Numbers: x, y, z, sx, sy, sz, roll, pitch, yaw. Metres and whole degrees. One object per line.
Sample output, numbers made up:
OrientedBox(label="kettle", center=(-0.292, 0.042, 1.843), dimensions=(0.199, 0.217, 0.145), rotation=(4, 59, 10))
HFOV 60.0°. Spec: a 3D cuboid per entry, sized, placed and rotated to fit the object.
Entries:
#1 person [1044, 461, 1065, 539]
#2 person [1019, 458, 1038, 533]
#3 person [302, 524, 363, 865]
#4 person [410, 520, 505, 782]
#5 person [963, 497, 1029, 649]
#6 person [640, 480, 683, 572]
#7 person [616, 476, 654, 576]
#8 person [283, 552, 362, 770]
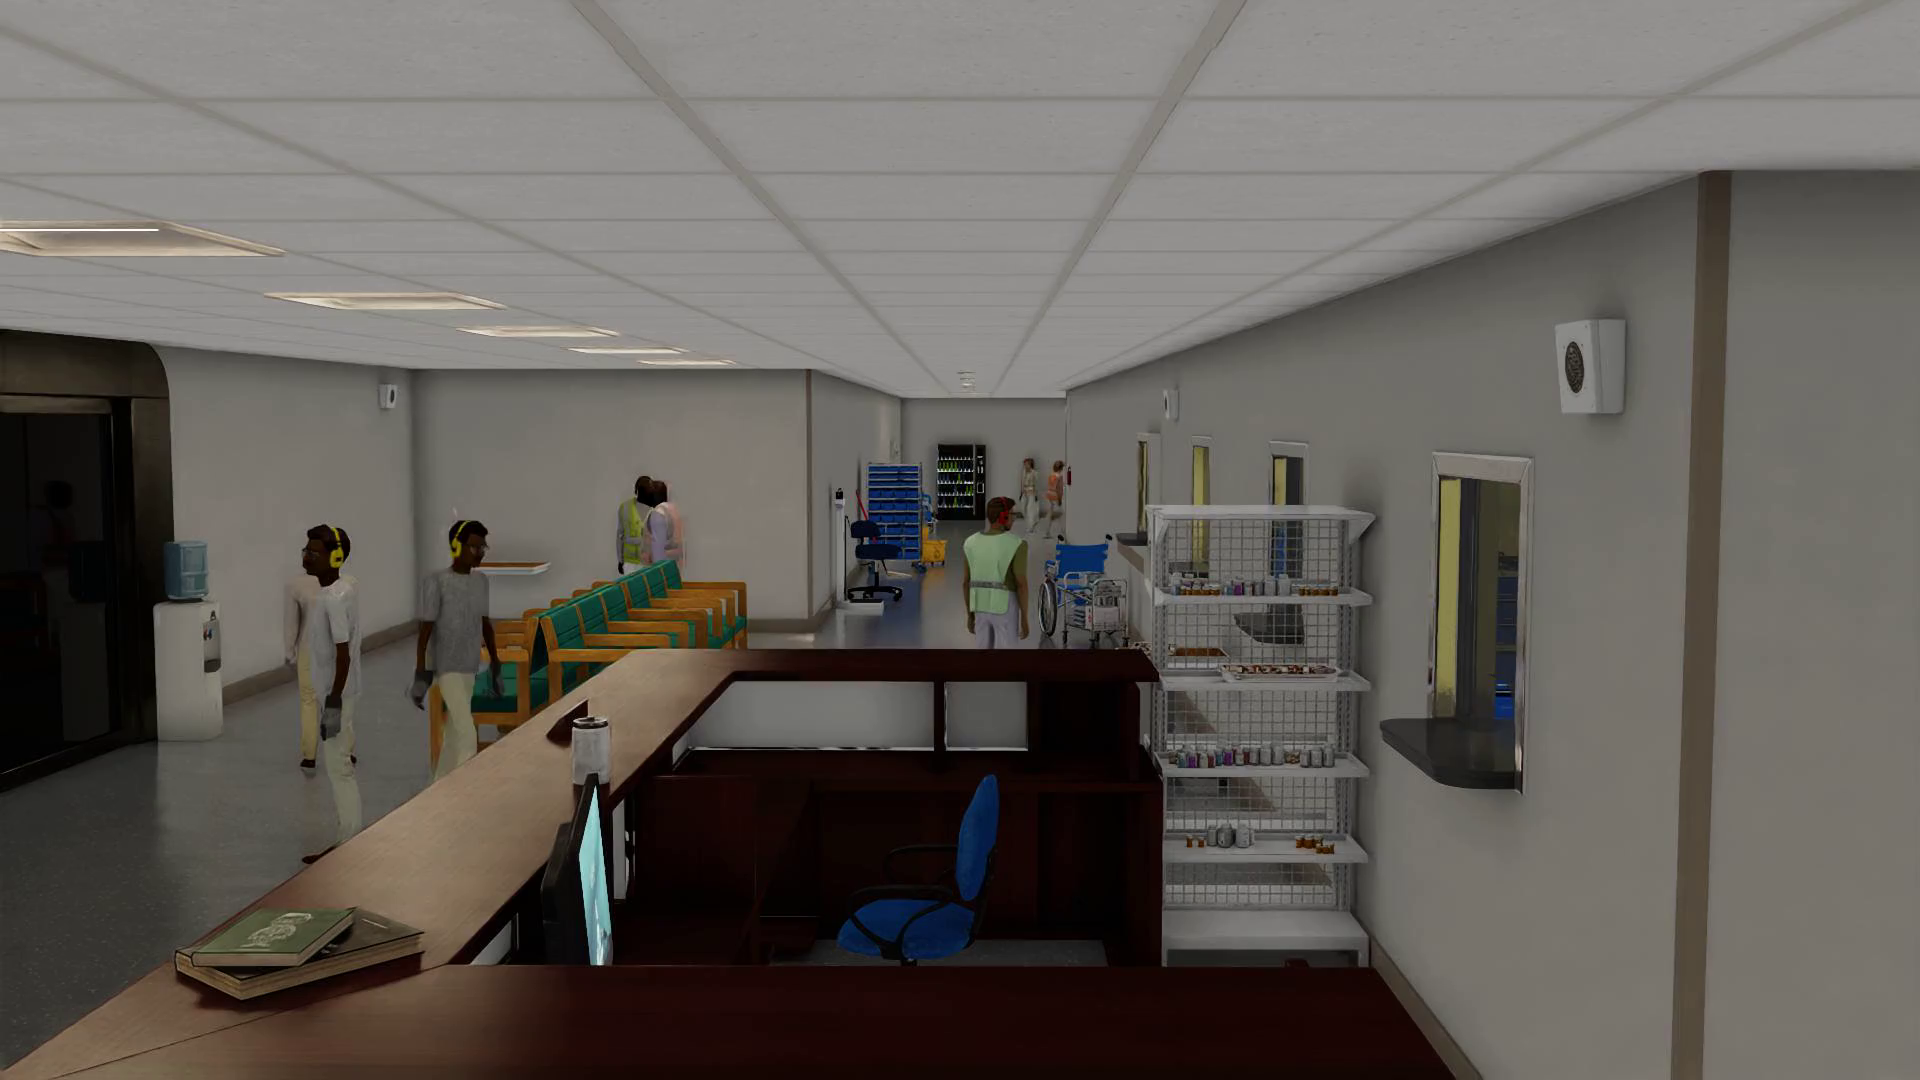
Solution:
OrientedBox(label="person", center=(2.019, -0.826, 34.264), dimensions=(0.682, 1.606, 0.522), rotation=(-3, 5, -35))
OrientedBox(label="person", center=(1.511, -0.967, 36.071), dimensions=(0.398, 1.622, 0.540), rotation=(-3, 5, -39))
OrientedBox(label="person", center=(-3.362, 0.851, 8.880), dimensions=(0.325, 1.877, 0.521), rotation=(-2, 4, -23))
OrientedBox(label="person", center=(-2.876, 0.807, 9.819), dimensions=(0.845, 1.827, 0.540), rotation=(2, 5, 26))
OrientedBox(label="person", center=(0.272, 0.586, 12.850), dimensions=(0.565, 1.838, 0.387), rotation=(3, 5, 34))
OrientedBox(label="person", center=(-3.183, 0.294, 17.110), dimensions=(0.814, 1.809, 0.666), rotation=(1, 4, 10))
OrientedBox(label="person", center=(-3.407, 0.222, 17.983), dimensions=(0.621, 1.840, 0.429), rotation=(0, 4, -4))
OrientedBox(label="person", center=(-4.427, 0.780, 11.562), dimensions=(0.509, 1.632, 0.269), rotation=(-2, 4, -22))
